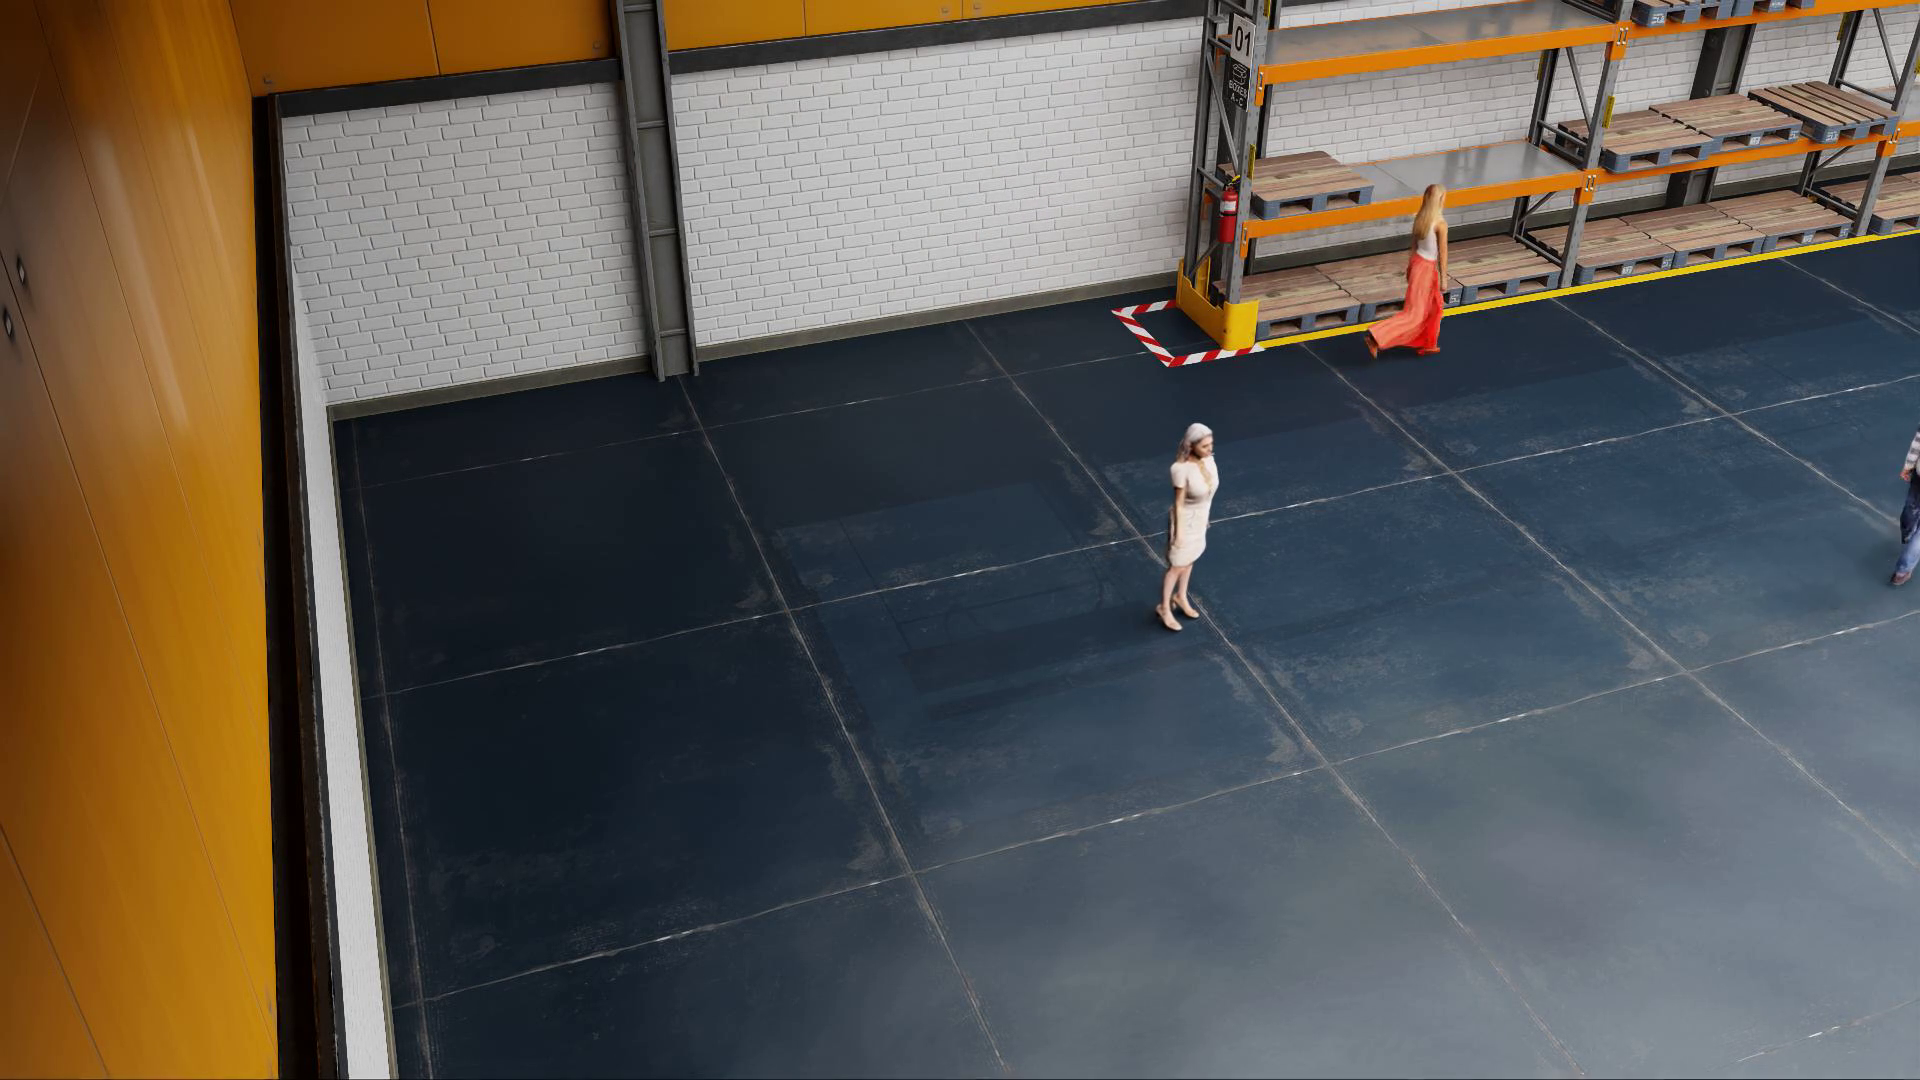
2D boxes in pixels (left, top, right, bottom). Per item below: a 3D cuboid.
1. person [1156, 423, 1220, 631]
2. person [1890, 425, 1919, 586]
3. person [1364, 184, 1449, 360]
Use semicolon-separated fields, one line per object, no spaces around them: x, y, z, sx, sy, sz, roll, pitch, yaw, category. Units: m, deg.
1.669;-0.105;12.246;0.748;1.732;0.648;25;41;33;person
7.475;-0.481;12.743;1.227;1.808;0.965;-27;42;-34;person
4.311;-2.487;15.788;1.116;1.777;0.701;-8;34;-12;person
